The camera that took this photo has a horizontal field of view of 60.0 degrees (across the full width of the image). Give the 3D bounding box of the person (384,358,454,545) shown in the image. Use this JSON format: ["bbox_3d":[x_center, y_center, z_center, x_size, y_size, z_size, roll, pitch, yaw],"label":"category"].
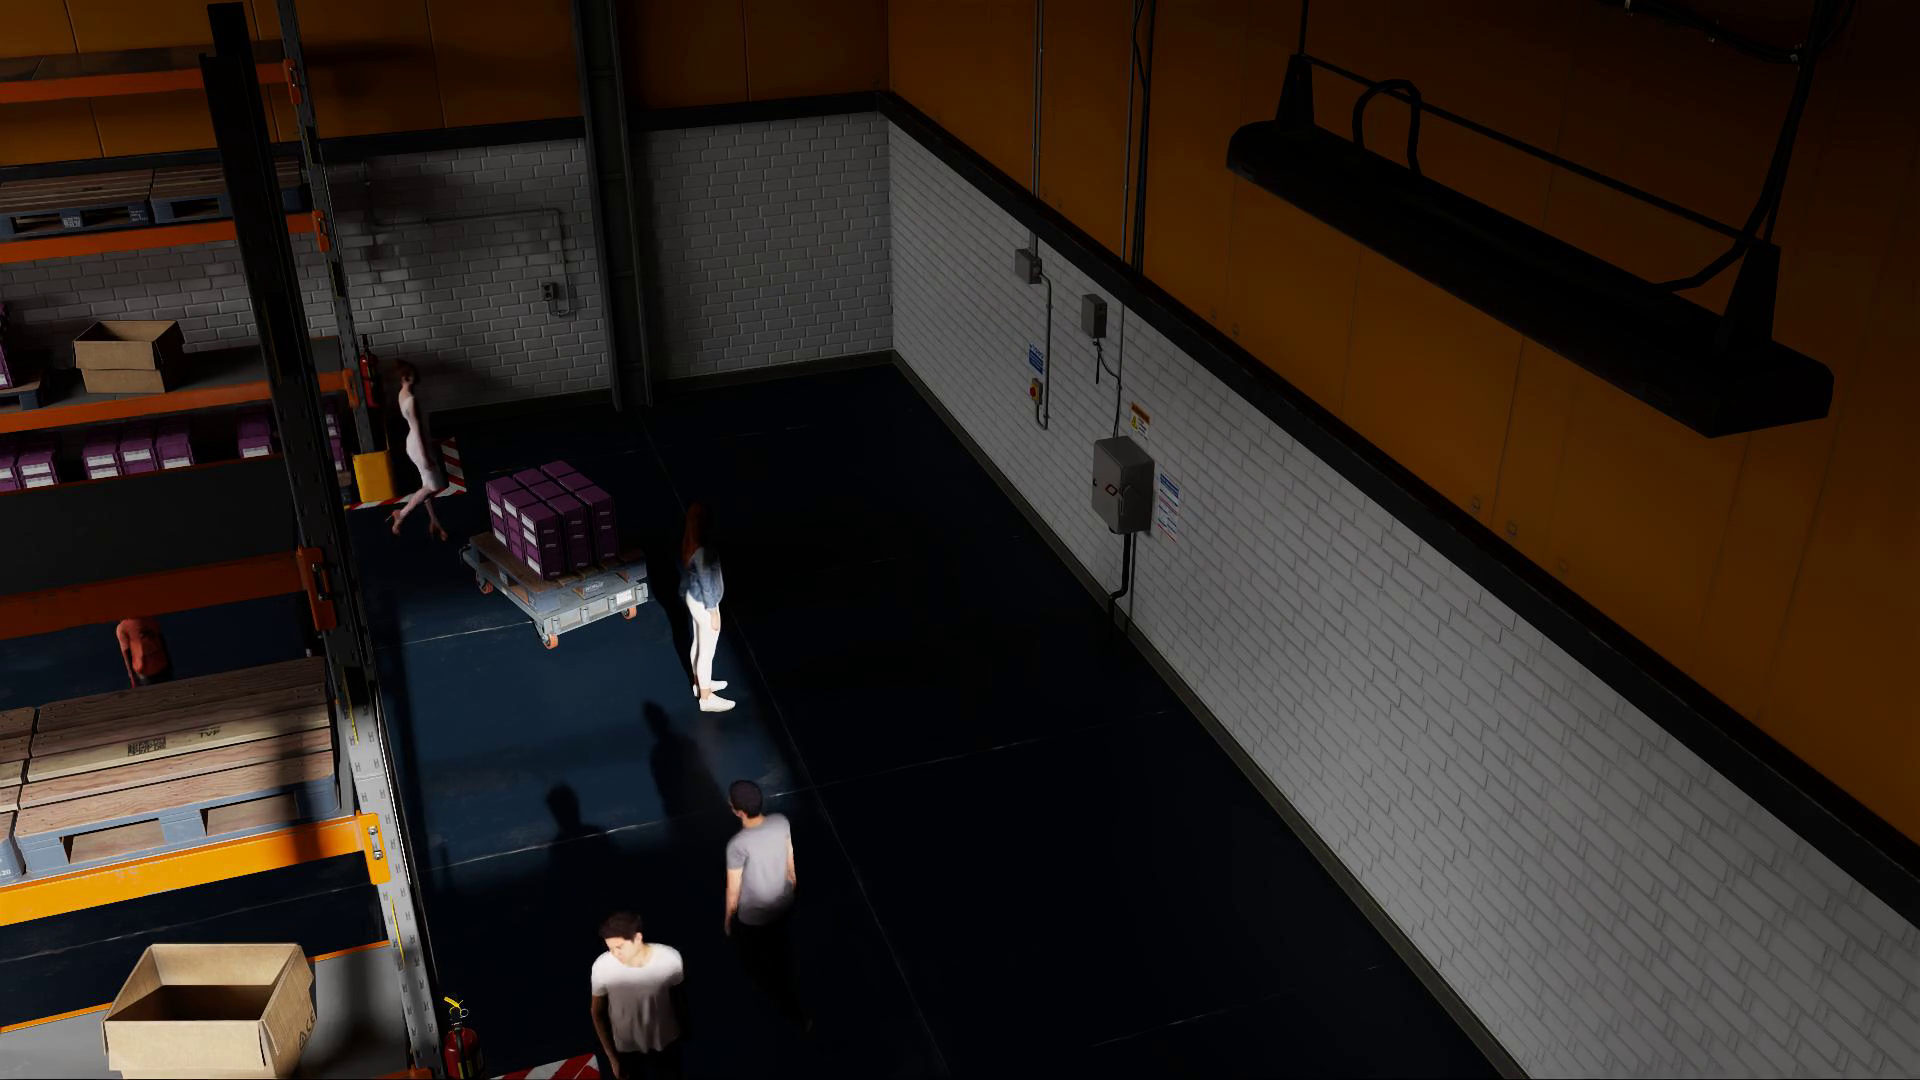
[{"bbox_3d":[-4.835,-0.741,14.632,0.787,1.782,0.599,-11,31,-20],"label":"person"}]

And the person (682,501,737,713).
[{"bbox_3d":[-1.932,0.483,12.475,0.497,1.699,0.614,-9,30,-17],"label":"person"}]

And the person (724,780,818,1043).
[{"bbox_3d":[-1.071,2.124,9.433,0.973,1.731,0.957,21,35,34],"label":"person"}]

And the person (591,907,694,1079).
[{"bbox_3d":[-1.673,2.553,8.684,0.690,1.694,0.775,-9,30,-17],"label":"person"}]
